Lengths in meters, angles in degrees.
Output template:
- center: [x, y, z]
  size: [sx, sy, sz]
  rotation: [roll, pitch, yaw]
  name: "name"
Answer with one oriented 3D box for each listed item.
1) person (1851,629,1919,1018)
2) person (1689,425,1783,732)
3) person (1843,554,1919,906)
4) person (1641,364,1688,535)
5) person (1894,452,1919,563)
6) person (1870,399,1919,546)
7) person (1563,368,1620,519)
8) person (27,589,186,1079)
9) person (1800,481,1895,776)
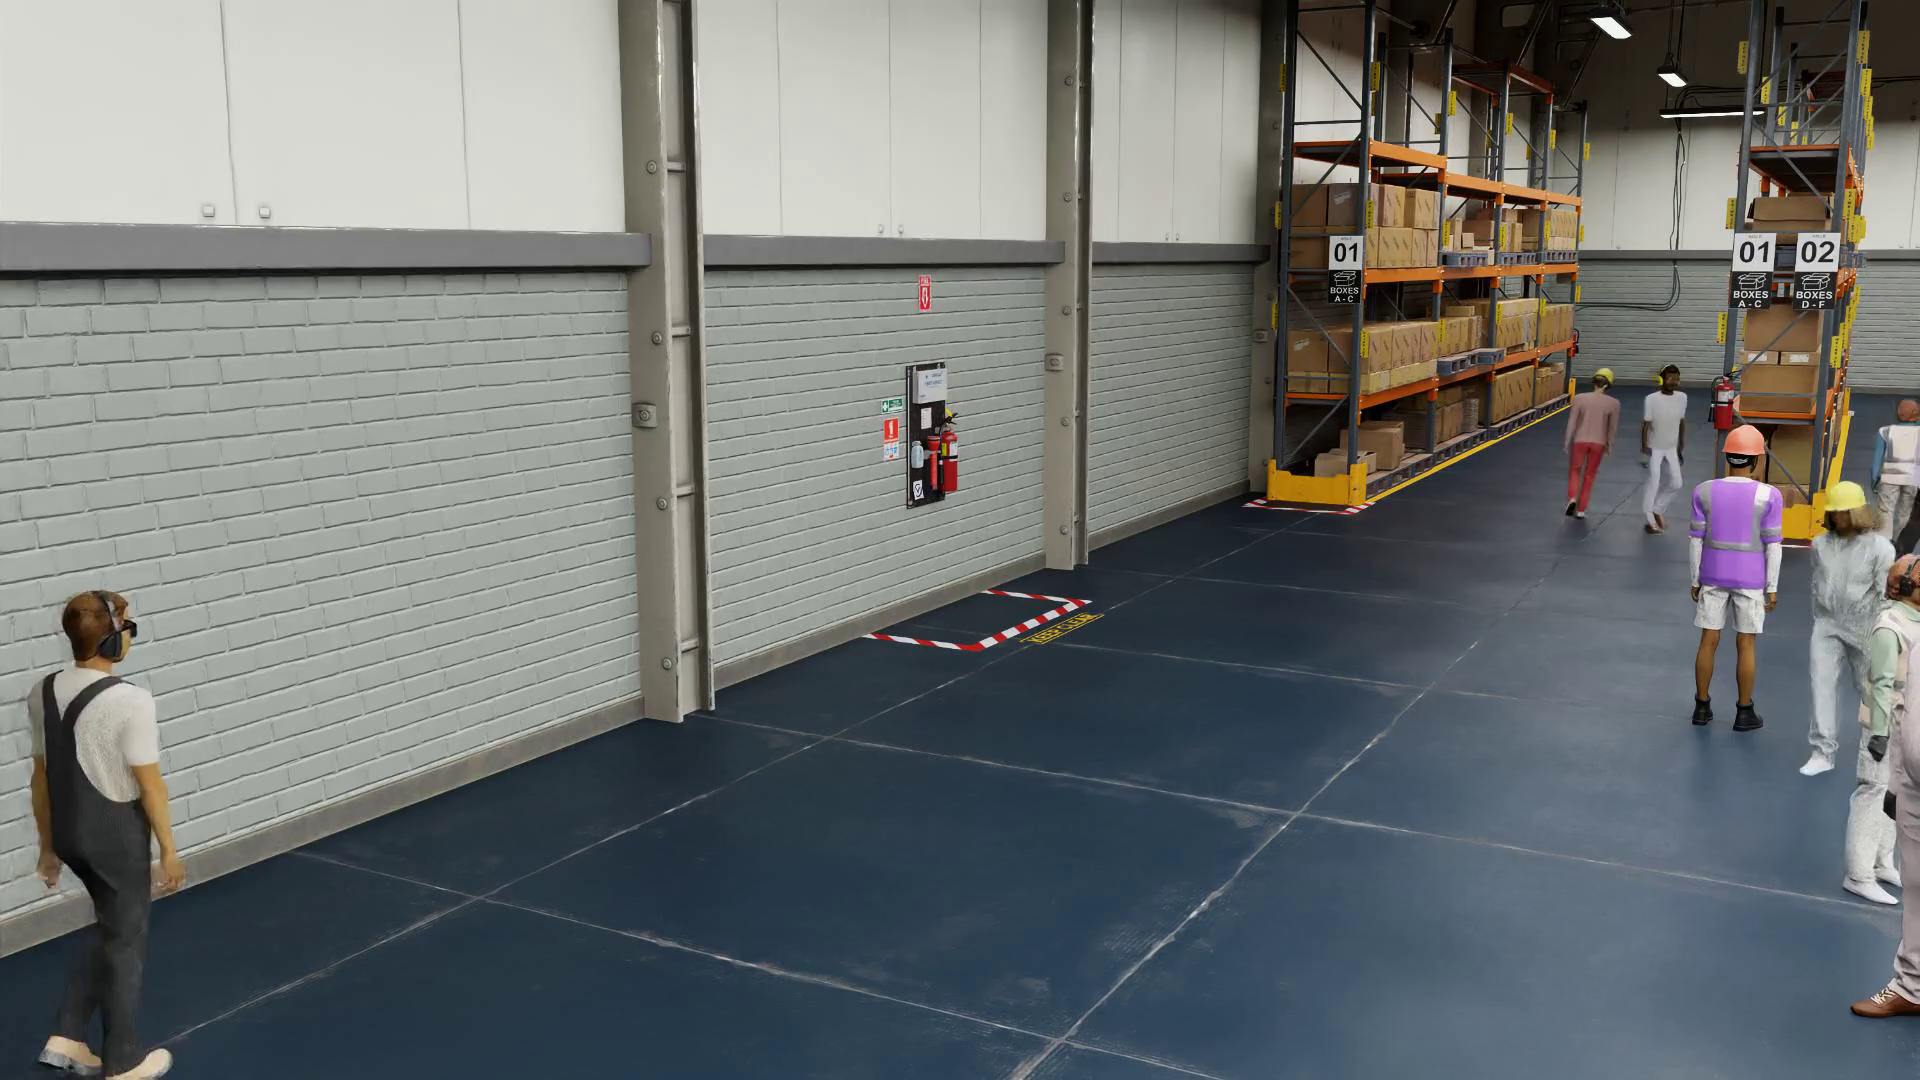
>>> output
- center: [3.757, 0.982, 6.284]
  size: [0.409, 1.907, 0.649]
  rotation: [-3, 10, -17]
  name: "person"
- center: [4.896, 0.242, 10.525]
  size: [0.545, 1.939, 0.354]
  rotation: [7, 12, 37]
  name: "person"
- center: [4.352, 0.870, 7.744]
  size: [0.512, 1.635, 0.312]
  rotation: [-9, 13, -43]
  name: "person"
- center: [7.575, -0.967, 17.878]
  size: [0.551, 1.844, 0.421]
  rotation: [-1, 10, -8]
  name: "person"
- center: [8.717, -0.437, 14.706]
  size: [0.995, 1.863, 0.610]
  rotation: [1, 10, 4]
  name: "person"
- center: [9.114, -0.554, 16.106]
  size: [0.526, 1.616, 0.579]
  rotation: [5, 11, 27]
  name: "person"
- center: [7.184, -1.093, 18.943]
  size: [0.575, 1.724, 0.471]
  rotation: [4, 10, 22]
  name: "person"
- center: [-3.014, 1.080, 5.911]
  size: [0.516, 1.831, 0.406]
  rotation: [4, 11, 23]
  name: "person"
- center: [5.218, 0.492, 9.722]
  size: [0.773, 1.707, 0.501]
  rotation: [-8, 12, -38]
  name: "person"
